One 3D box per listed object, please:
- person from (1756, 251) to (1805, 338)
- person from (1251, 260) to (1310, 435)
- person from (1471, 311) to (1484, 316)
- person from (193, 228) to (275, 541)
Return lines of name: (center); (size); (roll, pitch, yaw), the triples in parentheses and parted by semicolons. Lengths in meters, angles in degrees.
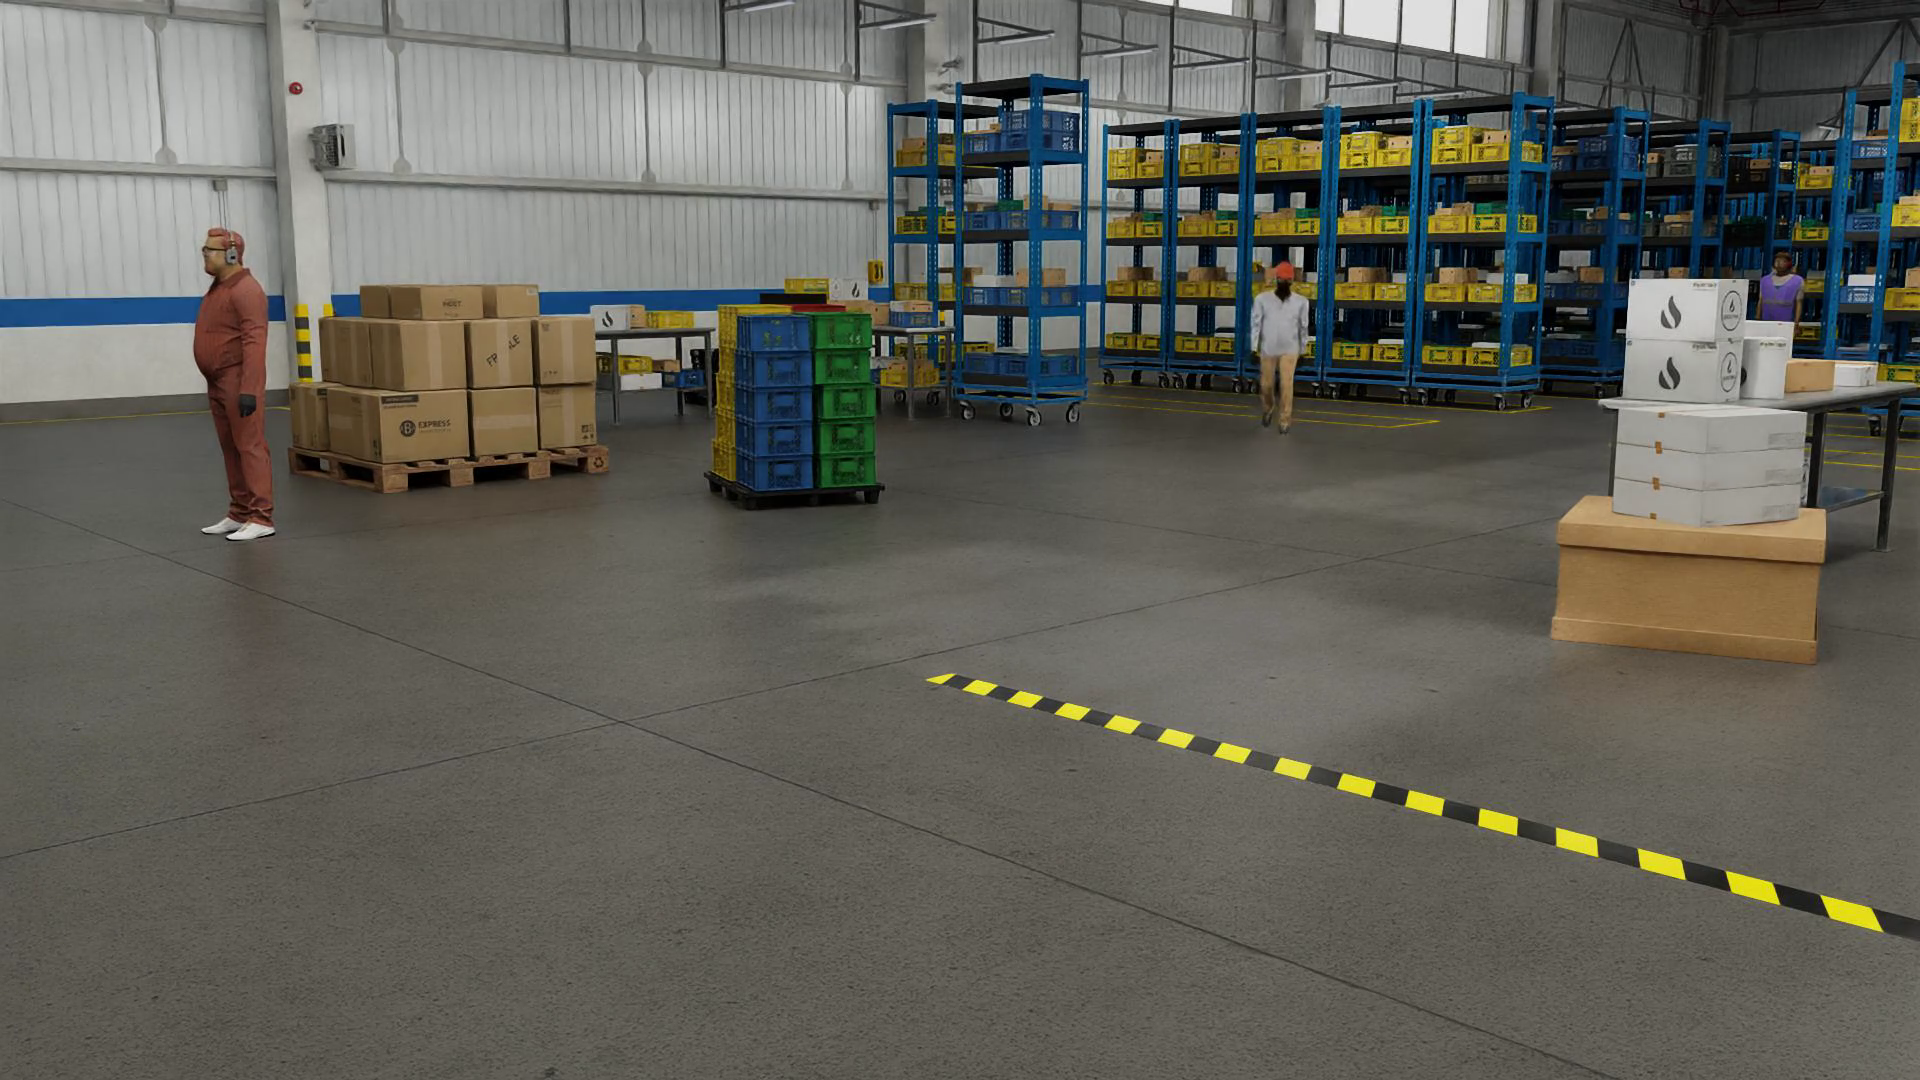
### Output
person: (10.583, -2.795, 21.511); (0.389, 1.849, 0.565); (-9, 13, -43)
person: (3.195, -1.922, 16.597); (0.578, 1.733, 0.490); (2, 10, 12)
person: (11.281, -5.213, 36.269); (0.610, 1.784, 0.940); (6, 11, 31)
person: (-4.498, -0.955, 10.267); (0.407, 1.913, 0.641); (-9, 13, -43)
